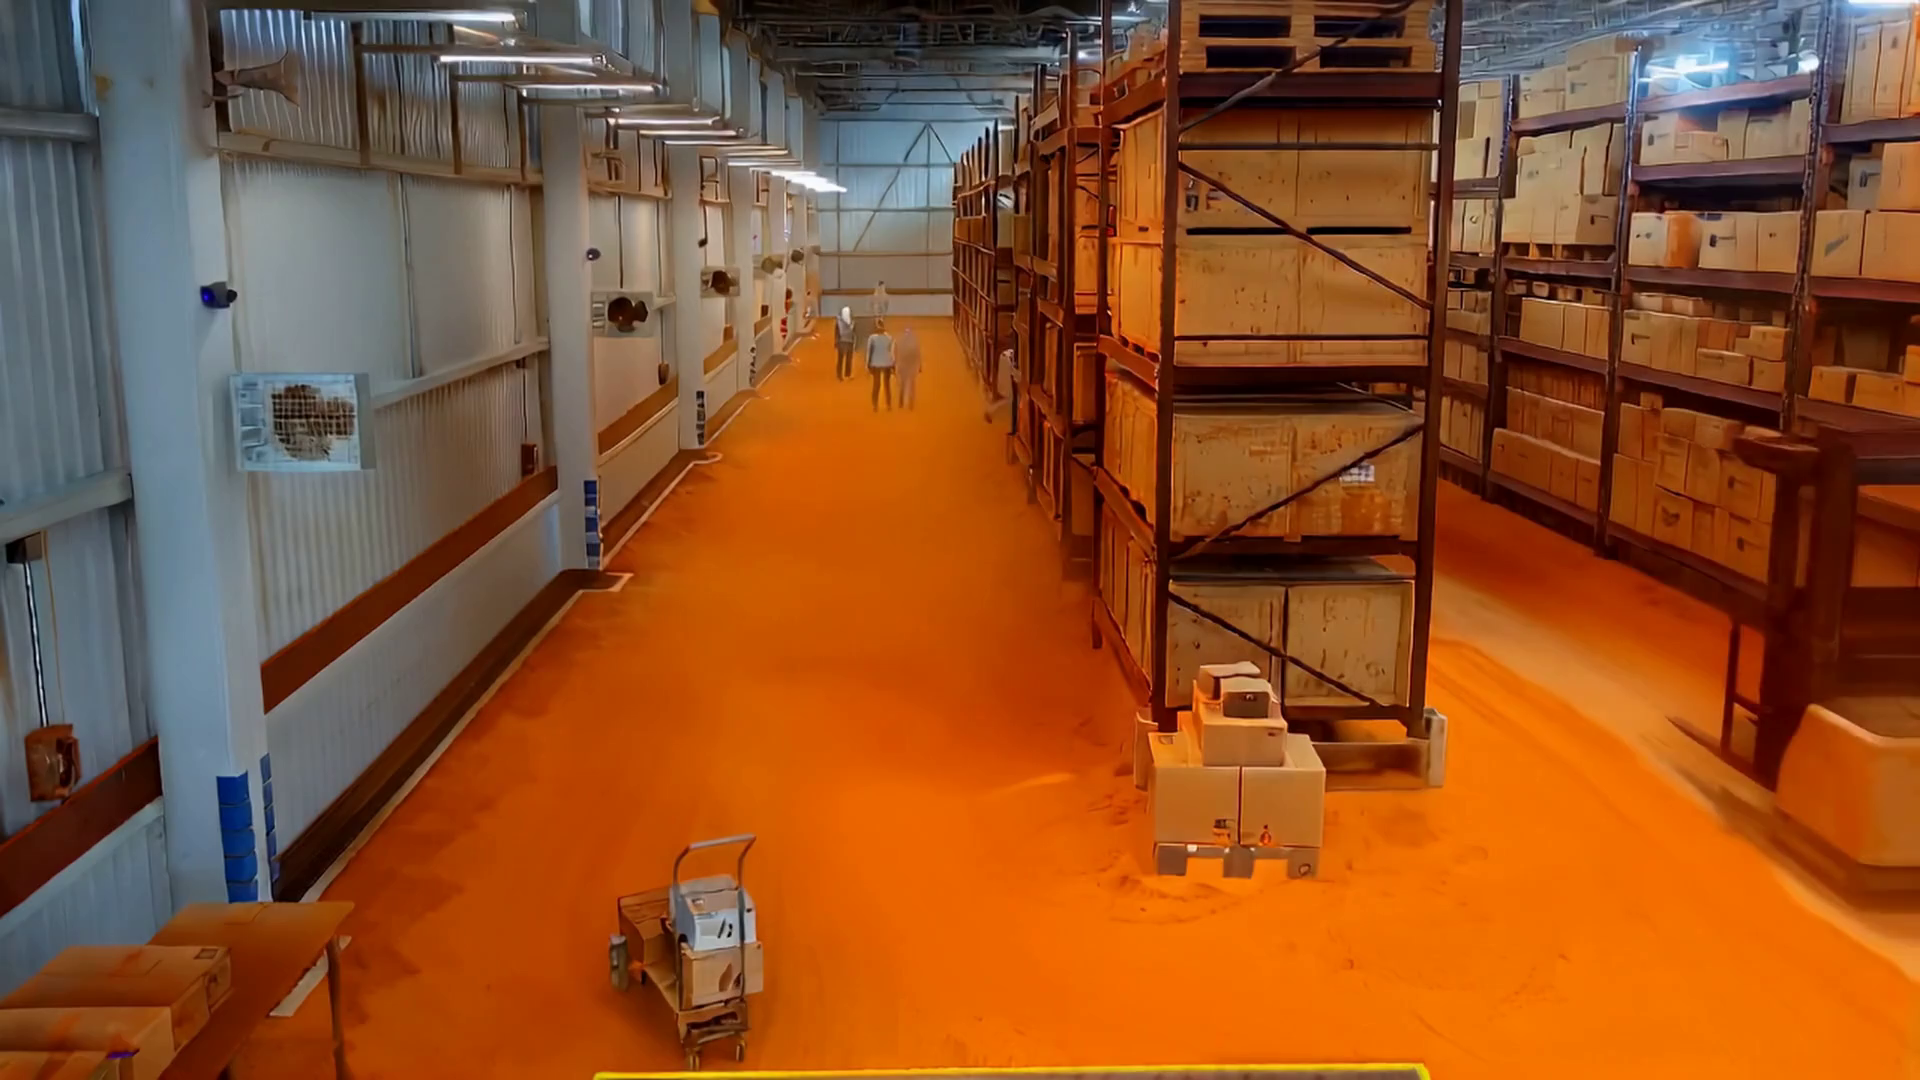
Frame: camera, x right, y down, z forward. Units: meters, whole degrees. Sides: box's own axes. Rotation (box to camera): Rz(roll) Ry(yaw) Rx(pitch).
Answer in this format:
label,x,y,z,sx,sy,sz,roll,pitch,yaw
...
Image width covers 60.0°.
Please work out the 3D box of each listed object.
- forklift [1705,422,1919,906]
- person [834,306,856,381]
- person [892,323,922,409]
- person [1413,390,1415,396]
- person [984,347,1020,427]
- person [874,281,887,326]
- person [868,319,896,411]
label,x,y,z,sx,sy,sz,roll,pitch,yaw
forklift,5.784,0.656,10.438,1.129,2.768,1.873,0,11,-2
person,-2.937,-5.015,42.477,0.588,1.911,0.389,-8,14,-37
person,-1.155,-3.781,36.212,0.675,1.854,1.000,-1,11,-6
person,8.710,-2.791,31.184,0.937,1.795,0.646,-3,11,-16
person,0.933,-3.147,32.939,0.868,1.848,0.631,1,11,6
person,-3.053,-9.137,64.359,0.563,1.742,0.361,-6,13,-29
person,-1.676,-3.758,35.743,0.621,1.985,0.407,-4,12,-19
